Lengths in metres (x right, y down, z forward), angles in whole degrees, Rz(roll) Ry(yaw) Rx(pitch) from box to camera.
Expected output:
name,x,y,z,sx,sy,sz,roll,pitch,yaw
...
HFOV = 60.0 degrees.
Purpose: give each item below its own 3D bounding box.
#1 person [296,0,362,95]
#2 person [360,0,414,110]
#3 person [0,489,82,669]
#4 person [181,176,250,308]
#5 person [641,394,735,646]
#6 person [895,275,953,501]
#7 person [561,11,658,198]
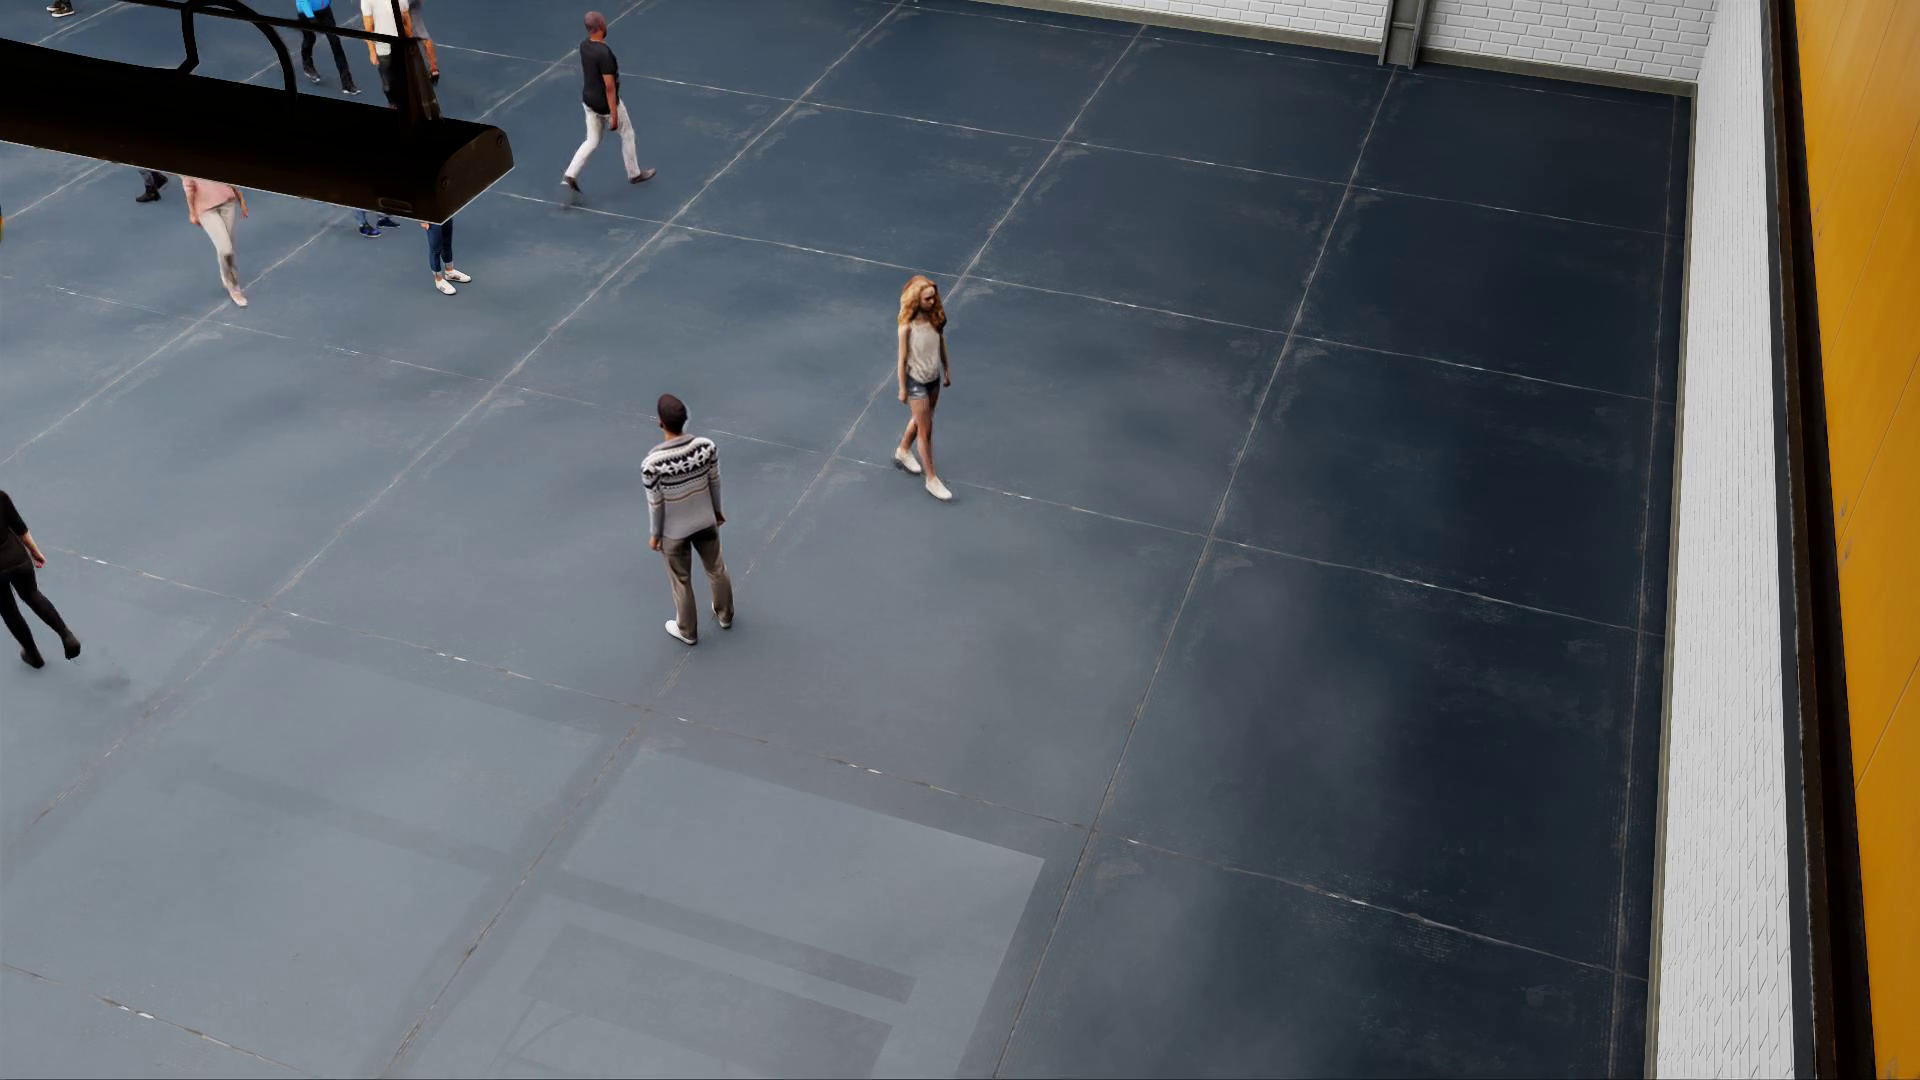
name,x,y,z,sx,sy,sz,roll,pitch,yaw
person,-6.989,-5.680,17.841,1.257,1.753,0.902,28,46,30
person,-5.842,-5.043,17.031,1.118,1.769,1.210,-17,42,-20
person,-6.034,0.200,10.583,0.868,1.623,0.739,23,44,26
person,-6.490,-2.911,14.421,0.859,1.694,0.773,31,48,33
person,-1.773,-0.122,10.796,0.760,1.860,0.763,-25,45,-27
person,-0.329,-1.181,12.217,0.985,1.742,0.805,30,47,32
person,-3.488,-4.104,15.862,1.076,1.762,1.259,-31,48,-33
